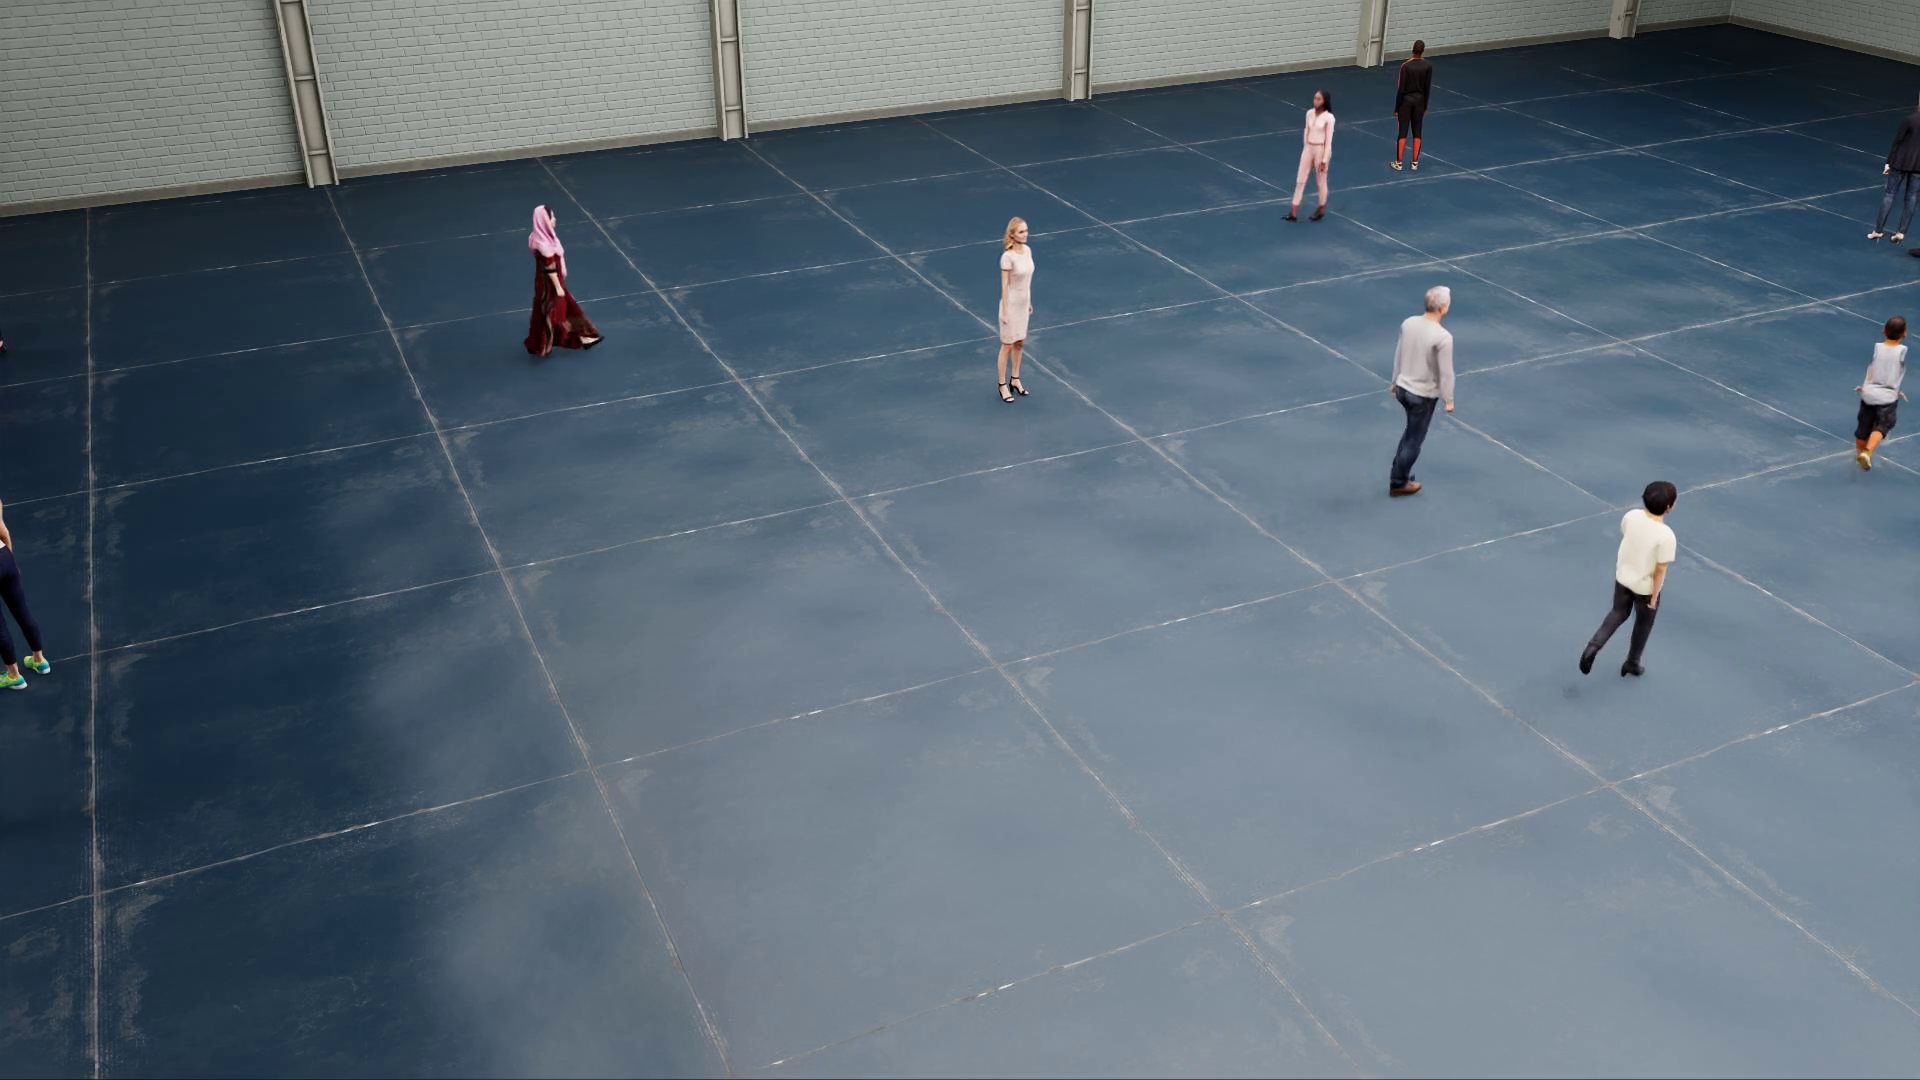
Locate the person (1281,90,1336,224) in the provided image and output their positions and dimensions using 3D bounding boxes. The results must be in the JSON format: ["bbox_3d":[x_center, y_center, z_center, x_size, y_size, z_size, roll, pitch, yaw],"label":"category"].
[{"bbox_3d":[4.635,-4.917,21.338,1.068,1.694,0.824,-22,35,-35],"label":"person"}]

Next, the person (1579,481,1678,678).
[{"bbox_3d":[4.694,0.320,11.636,0.877,1.571,0.647,-16,32,-27],"label":"person"}]

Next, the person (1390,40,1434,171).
[{"bbox_3d":[6.409,-6.170,23.570,0.612,1.808,0.759,-1,28,-2],"label":"person"}]

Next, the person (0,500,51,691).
[{"bbox_3d":[-6.772,0.244,11.640,0.741,1.702,0.671,11,30,20],"label":"person"}]

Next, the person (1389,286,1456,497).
[{"bbox_3d":[3.854,-1.234,14.212,0.651,1.892,0.734,-12,30,-21],"label":"person"}]

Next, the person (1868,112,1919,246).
[{"bbox_3d":[10.654,-4.222,18.726,0.808,1.781,0.791,7,29,12],"label":"person"}]

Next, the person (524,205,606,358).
[{"bbox_3d":[-4.310,-2.627,17.149,1.138,1.590,0.836,-4,28,-7],"label":"person"}]

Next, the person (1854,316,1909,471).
[{"bbox_3d":[8.241,-1.340,14.882,0.772,1.450,0.878,19,34,32],"label":"person"}]

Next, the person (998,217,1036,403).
[{"bbox_3d":[0.530,-2.258,16.201,0.686,1.830,0.548,24,37,38],"label":"person"}]
